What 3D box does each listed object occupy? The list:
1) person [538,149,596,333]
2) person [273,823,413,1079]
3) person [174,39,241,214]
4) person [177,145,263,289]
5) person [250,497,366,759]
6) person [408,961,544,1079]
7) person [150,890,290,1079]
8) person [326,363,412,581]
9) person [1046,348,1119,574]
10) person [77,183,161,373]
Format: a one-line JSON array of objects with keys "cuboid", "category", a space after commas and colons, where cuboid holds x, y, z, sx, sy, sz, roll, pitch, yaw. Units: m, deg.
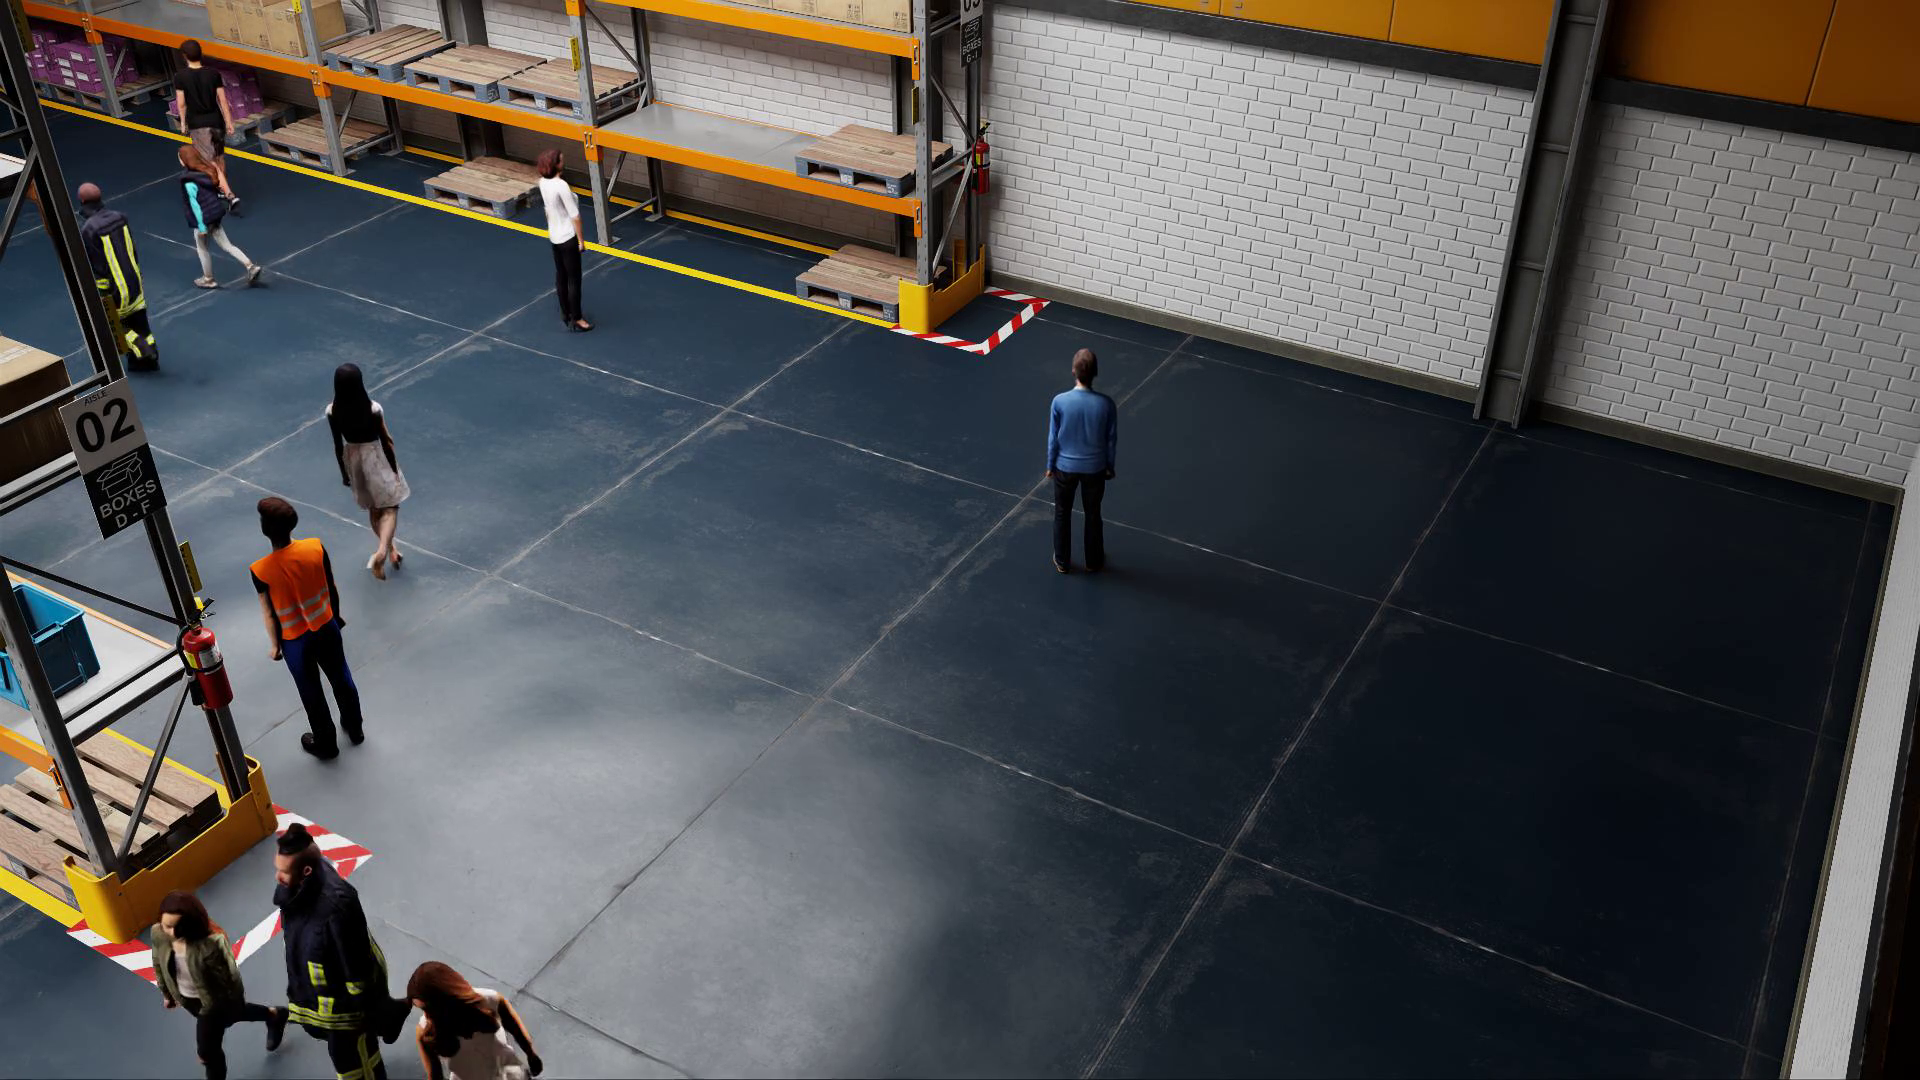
[{"cuboid": [-3.741, -2.818, 15.673, 0.520, 1.796, 0.706, 27, 42, 34], "category": "person"}, {"cuboid": [-3.046, 2.072, 8.268, 0.877, 1.850, 0.889, 25, 41, 33], "category": "person"}, {"cuboid": [-8.213, -4.499, 18.168, 0.907, 1.836, 1.287, -28, 42, -35], "category": "person"}, {"cuboid": [-7.408, -3.189, 16.518, 1.031, 1.479, 0.820, 3, 34, 5], "category": "person"}, {"cuboid": [-4.127, 0.554, 10.515, 0.683, 1.892, 0.714, 26, 41, 33], "category": "person"}, {"cuboid": [-2.149, 2.490, 7.727, 0.826, 1.755, 0.757, -26, 42, -34], "category": "person"}, {"cuboid": [-3.749, 2.242, 8.377, 0.946, 1.447, 0.738, 13, 36, 19], "category": "person"}, {"cuboid": [-4.318, -0.433, 12.122, 0.990, 1.756, 0.991, -3, 34, -5], "category": "person"}, {"cuboid": [0.888, -0.571, 12.276, 0.670, 1.815, 0.807, 2, 34, 3], "category": "person"}, {"cuboid": [-7.509, -2.325, 14.920, 0.909, 1.810, 0.845, 8, 34, 12], "category": "person"}]
